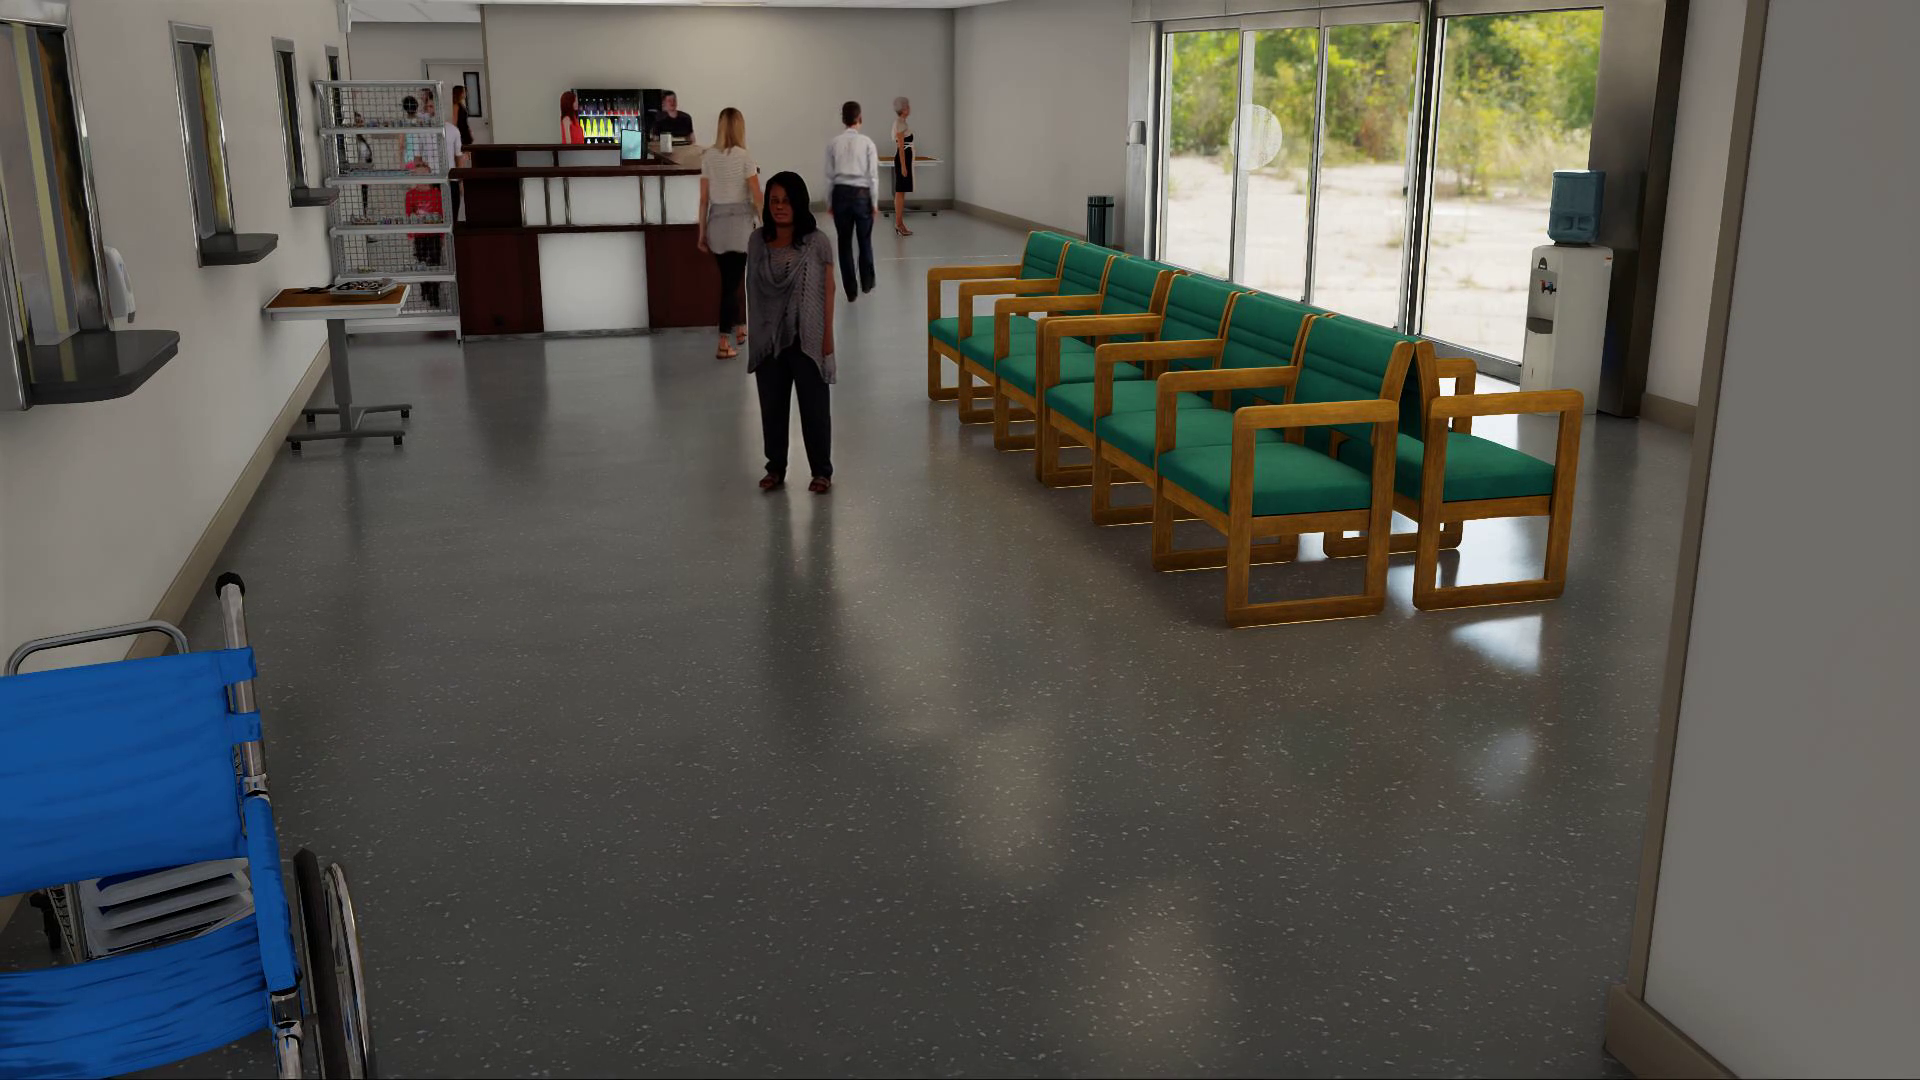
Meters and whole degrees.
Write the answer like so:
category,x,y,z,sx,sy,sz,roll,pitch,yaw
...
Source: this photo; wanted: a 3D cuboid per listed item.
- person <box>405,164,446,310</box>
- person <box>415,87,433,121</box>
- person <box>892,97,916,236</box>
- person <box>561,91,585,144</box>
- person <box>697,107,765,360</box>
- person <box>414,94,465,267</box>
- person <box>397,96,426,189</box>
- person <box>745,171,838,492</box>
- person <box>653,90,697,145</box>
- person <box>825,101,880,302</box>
category,x,y,z,sx,sy,sz,roll,pitch,yaw
person,-4.781,-2.721,14.944,0.619,1.272,0.575,-3,16,-11
person,-8.924,-6.701,28.124,1.173,1.781,0.940,0,16,0
person,-0.756,-4.875,21.697,0.618,1.754,0.690,0,16,0
person,-5.023,-4.872,21.552,0.565,1.827,0.641,-1,16,-4
person,-1.711,-2.210,12.167,1.074,1.796,1.007,4,16,12
person,-5.628,-3.890,18.026,0.502,1.850,0.751,-6,17,-19
person,-7.169,-4.955,22.016,1.049,1.734,0.815,-7,17,-25
person,-0.849,-1.050,8.400,0.751,1.606,0.826,5,16,16
person,-3.712,-4.870,21.559,1.118,1.820,0.999,-10,19,-31
person,-1.007,-3.105,15.350,1.057,1.793,0.954,1,16,4
